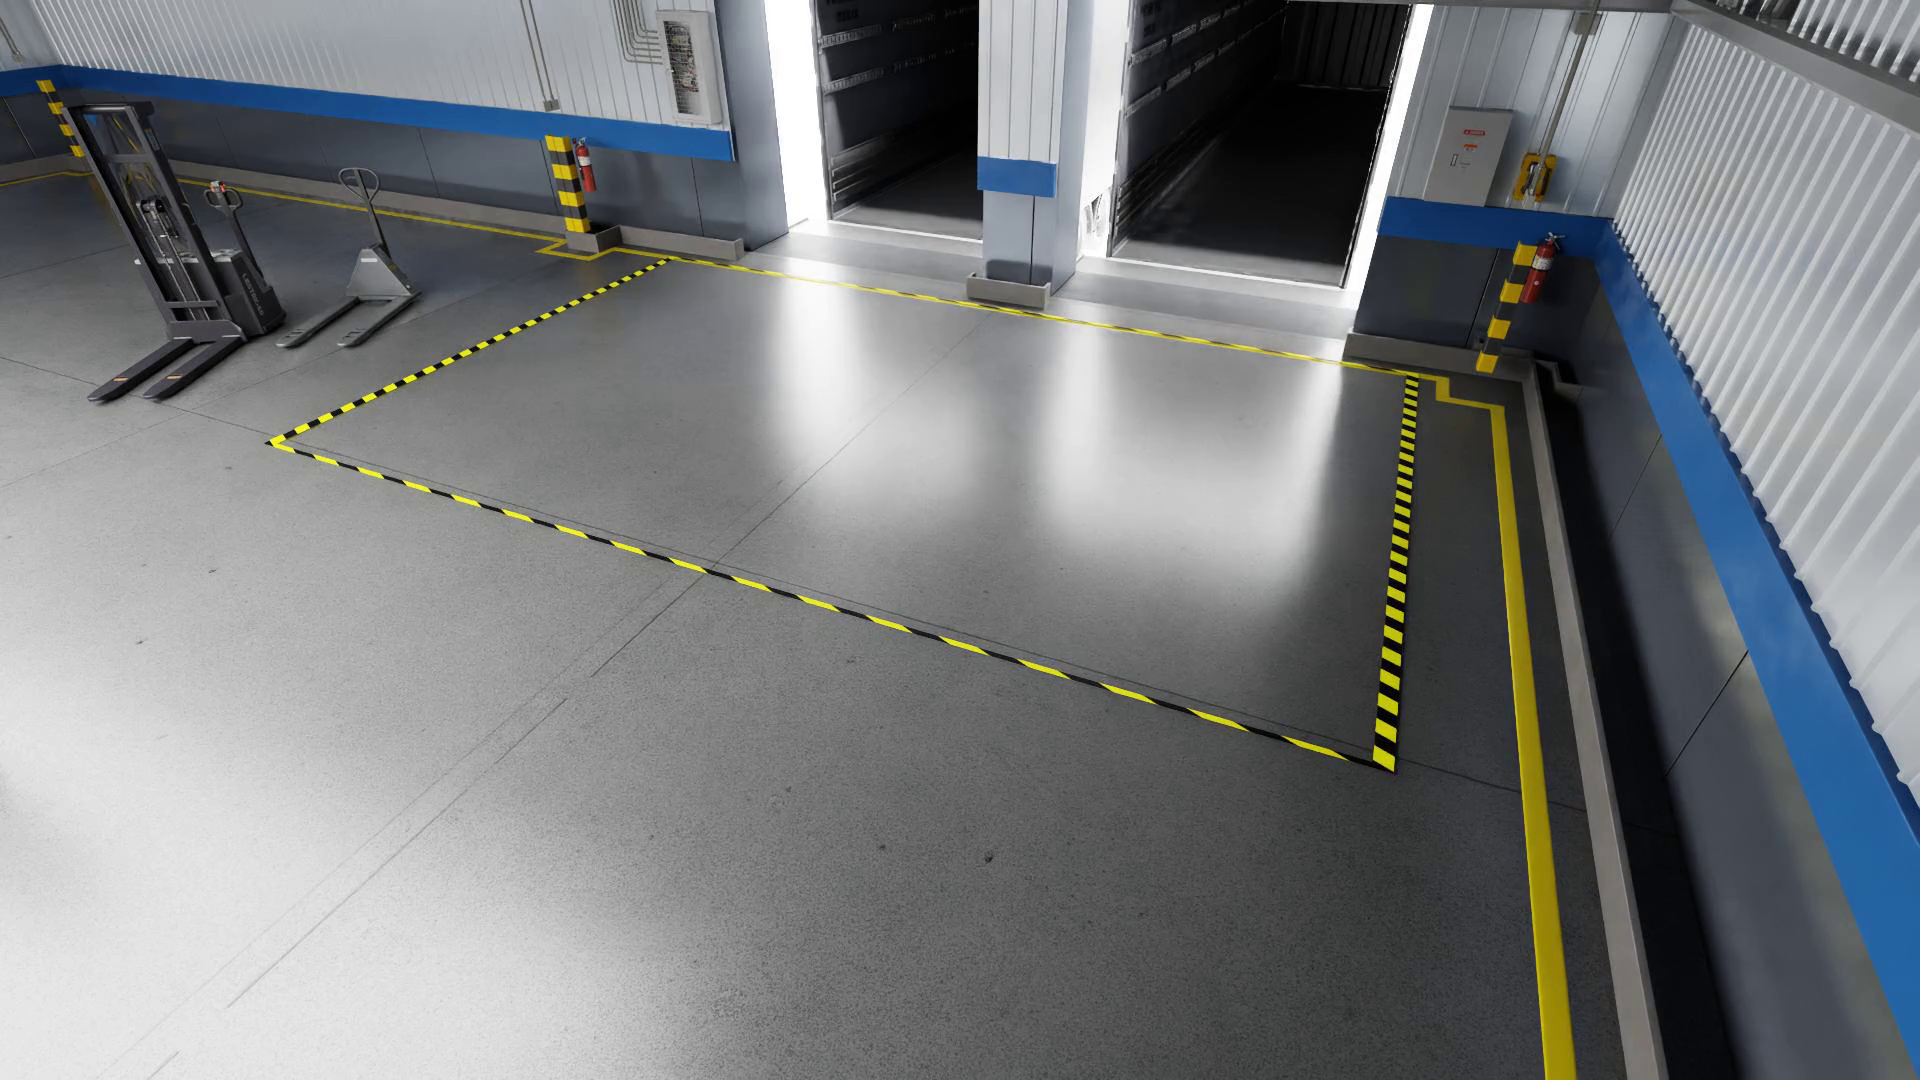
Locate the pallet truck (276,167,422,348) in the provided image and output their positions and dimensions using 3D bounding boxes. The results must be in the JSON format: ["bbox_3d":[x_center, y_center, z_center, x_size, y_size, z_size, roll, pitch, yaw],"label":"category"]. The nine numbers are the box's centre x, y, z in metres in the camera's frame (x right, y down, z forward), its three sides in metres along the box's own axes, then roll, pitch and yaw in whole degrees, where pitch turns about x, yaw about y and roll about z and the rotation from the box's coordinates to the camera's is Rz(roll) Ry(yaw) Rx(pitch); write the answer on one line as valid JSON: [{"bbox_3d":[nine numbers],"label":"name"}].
[{"bbox_3d":[-5.732,-2.611,8.414,0.680,1.201,1.601,-1,35,-1],"label":"pallet truck"}]

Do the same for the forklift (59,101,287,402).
[{"bbox_3d":[-6.686,-2.387,7.434,0.823,1.965,1.885,-3,35,-5],"label":"forklift"}]
